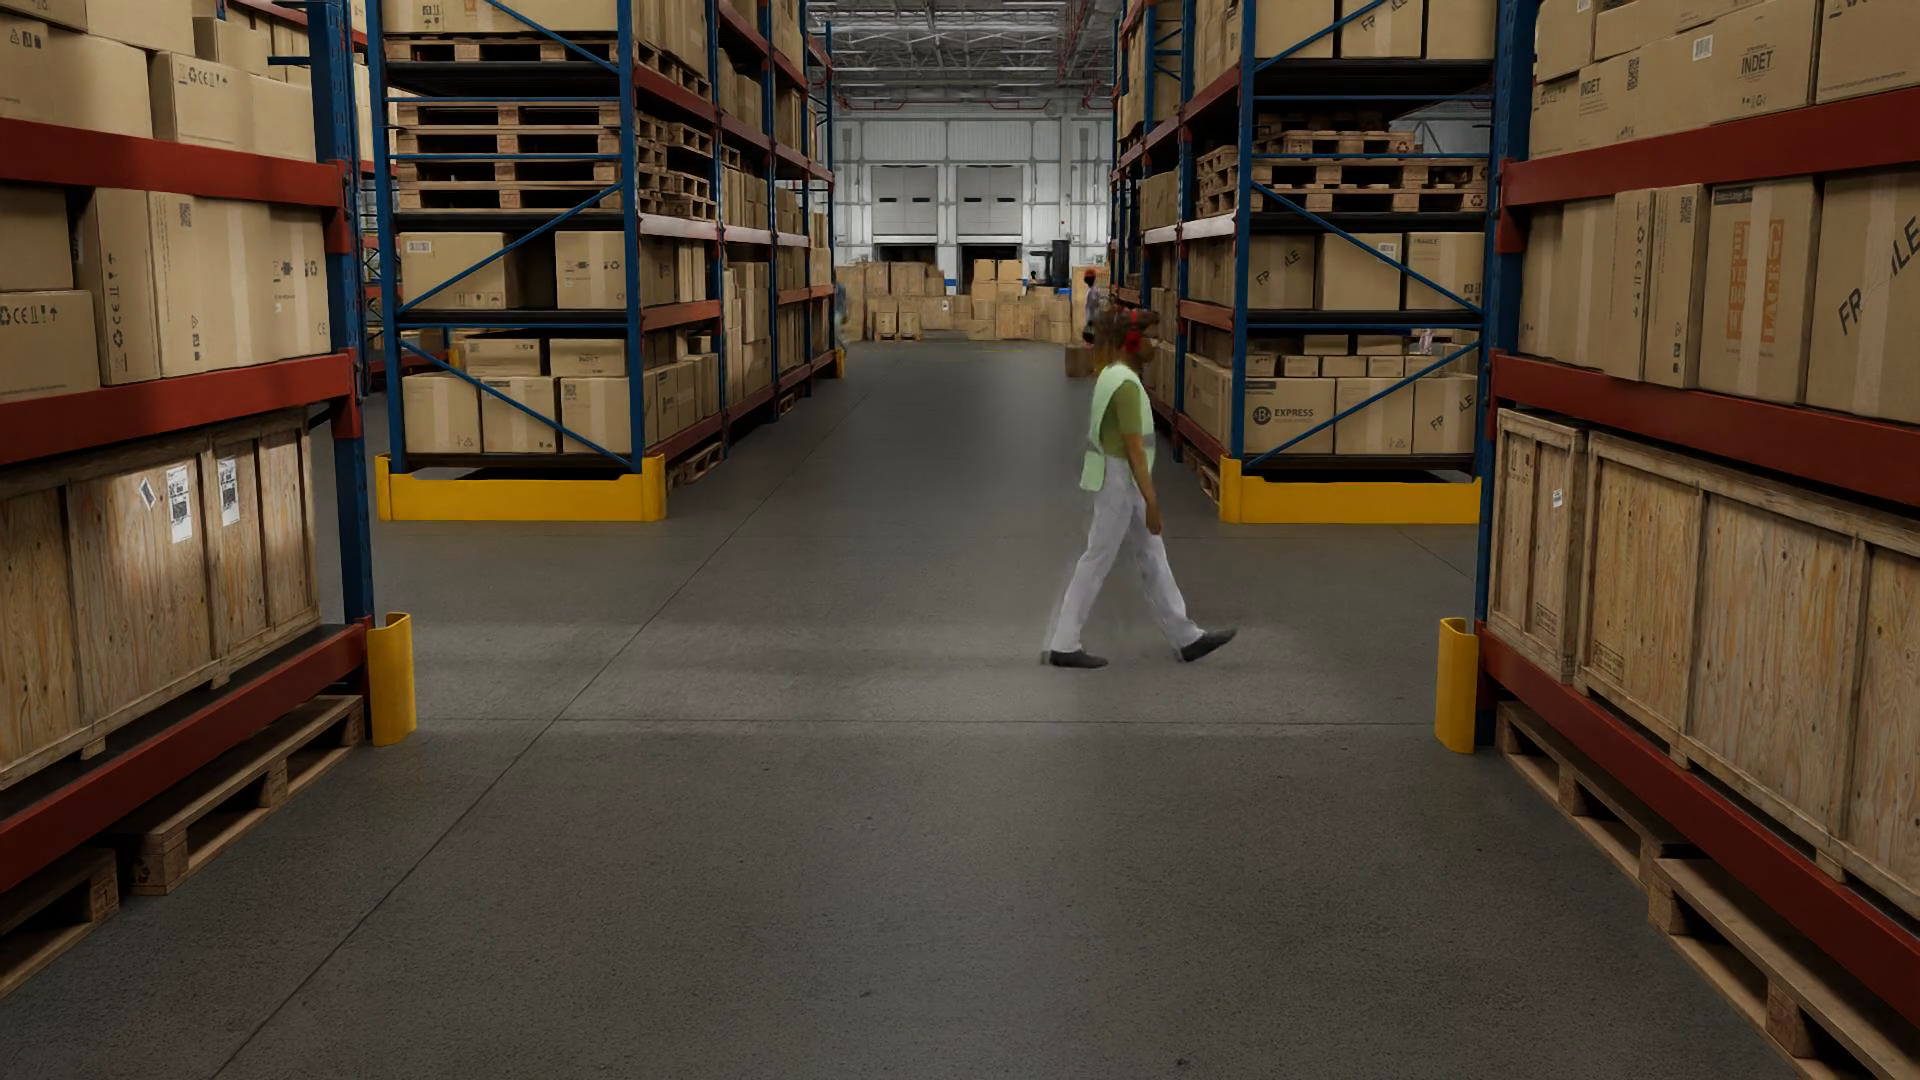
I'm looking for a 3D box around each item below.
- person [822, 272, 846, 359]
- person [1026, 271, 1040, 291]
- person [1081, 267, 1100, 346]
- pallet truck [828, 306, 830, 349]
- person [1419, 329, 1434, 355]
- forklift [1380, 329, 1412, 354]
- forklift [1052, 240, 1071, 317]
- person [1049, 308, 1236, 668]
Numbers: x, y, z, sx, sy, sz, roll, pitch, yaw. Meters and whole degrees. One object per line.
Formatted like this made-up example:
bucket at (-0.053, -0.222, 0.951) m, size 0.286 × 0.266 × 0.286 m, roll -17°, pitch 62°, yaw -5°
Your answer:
person at (-2.600, -4.557, 33.731) m, size 0.624 × 1.919 × 0.485 m, roll 5°, pitch 11°, yaw 29°
person at (2.837, -9.600, 64.605) m, size 0.533 × 1.697 × 0.318 m, roll -2°, pitch 10°, yaw -10°
person at (2.588, -4.368, 32.584) m, size 0.466 × 1.925 × 0.543 m, roll 0°, pitch 9°, yaw -2°
pallet truck at (-3.100, -3.940, 29.800) m, size 1.885 × 1.965 × 0.823 m, roll 3°, pitch 10°, yaw 19°
person at (9.394, -4.509, 33.218) m, size 0.385 × 1.993 × 0.624 m, roll 0°, pitch 9°, yaw -2°
forklift at (6.573, -3.874, 26.767) m, size 1.129 × 2.768 × 1.873 m, roll 0°, pitch 9°, yaw 1°
forklift at (3.659, -9.409, 59.924) m, size 1.873 × 2.768 × 1.129 m, roll 5°, pitch 11°, yaw 27°
person at (0.892, -0.236, 8.214) m, size 0.970 × 1.789 × 0.592 m, roll 1°, pitch 10°, yaw 4°
